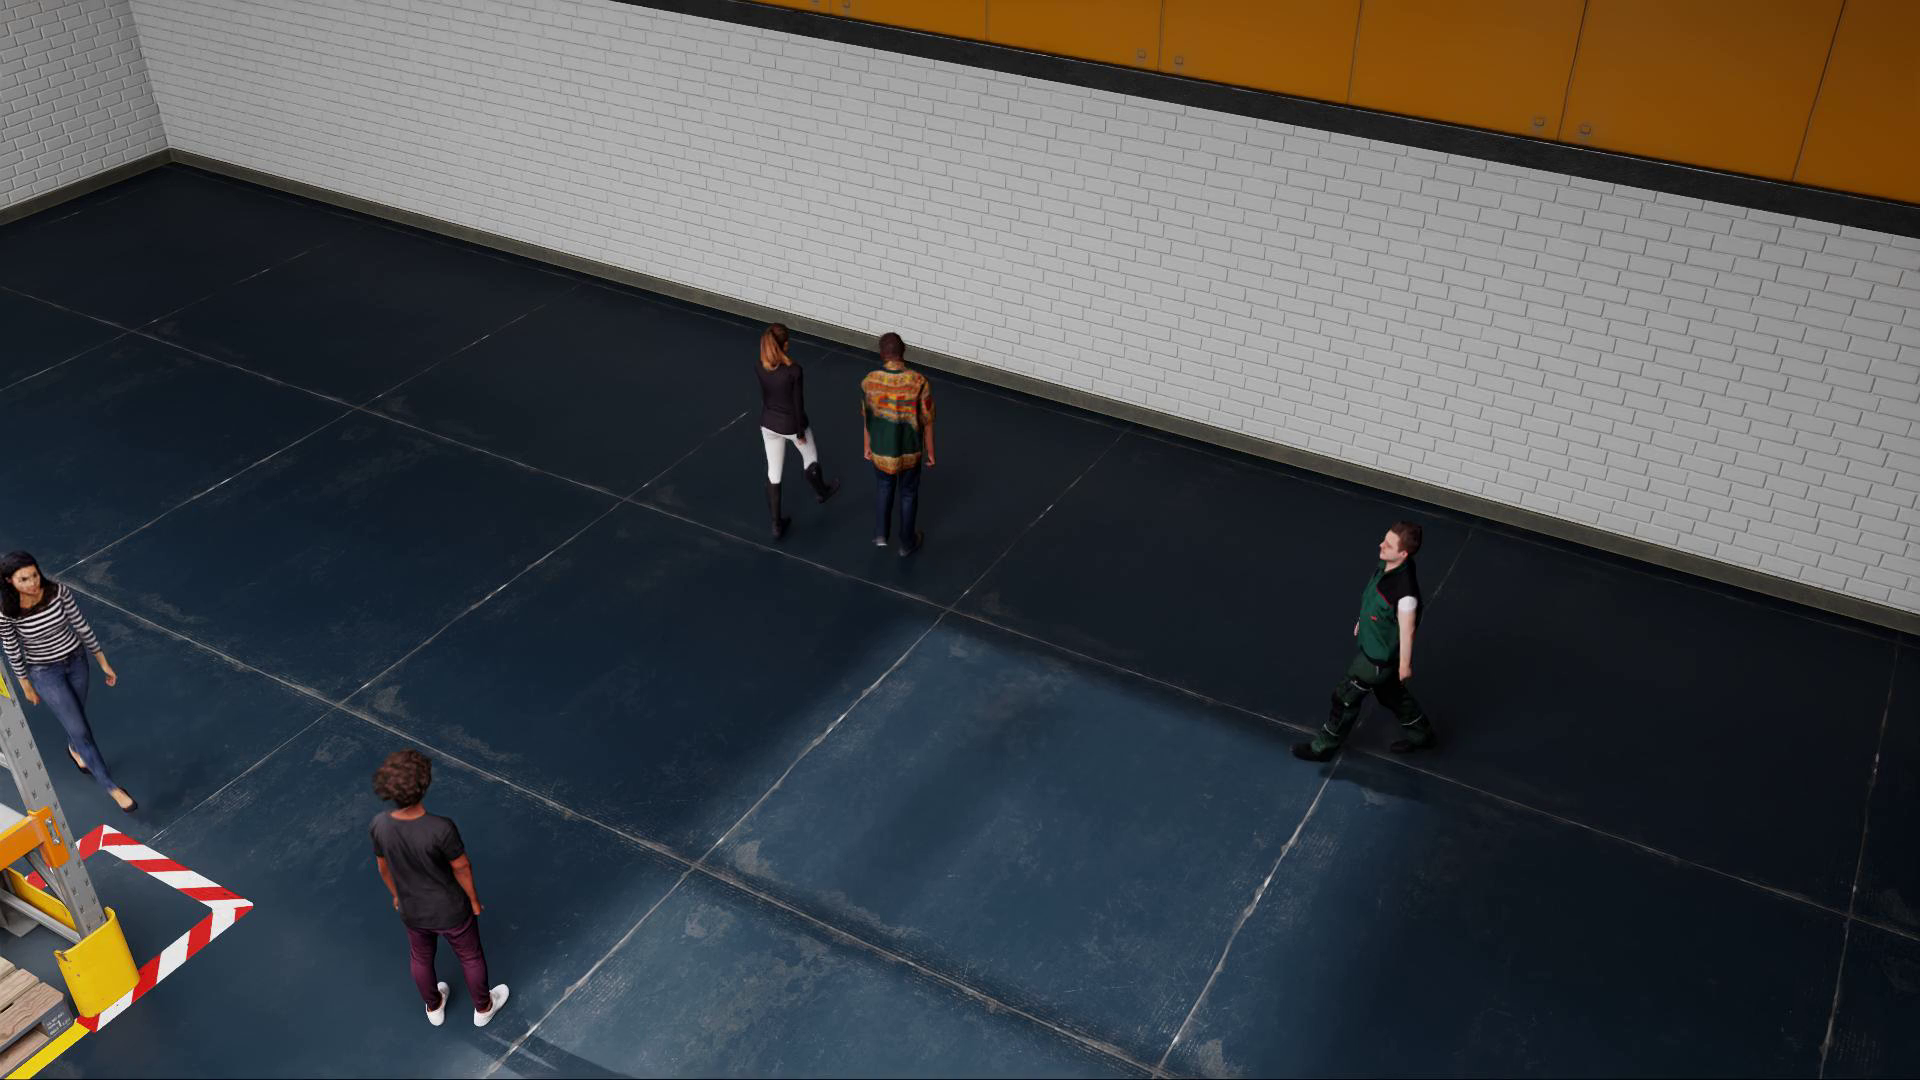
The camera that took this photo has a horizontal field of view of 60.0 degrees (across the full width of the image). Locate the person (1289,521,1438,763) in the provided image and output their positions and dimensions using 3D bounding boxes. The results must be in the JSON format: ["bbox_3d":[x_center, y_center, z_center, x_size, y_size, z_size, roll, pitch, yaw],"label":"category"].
[{"bbox_3d":[2.665,0.655,10.197,1.004,1.804,1.189,4,34,6],"label":"person"}]

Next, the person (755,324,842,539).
[{"bbox_3d":[-1.355,-0.779,12.444,0.620,1.705,1.008,15,36,21],"label":"person"}]

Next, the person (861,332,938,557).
[{"bbox_3d":[-0.491,-0.637,12.151,0.790,1.792,0.804,9,35,14],"label":"person"}]

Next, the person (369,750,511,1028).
[{"bbox_3d":[-2.694,1.807,8.485,0.701,1.780,0.707,2,34,3],"label":"person"}]

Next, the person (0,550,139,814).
[{"bbox_3d":[-5.462,0.791,10.040,0.734,1.752,1.065,22,39,29],"label":"person"}]
